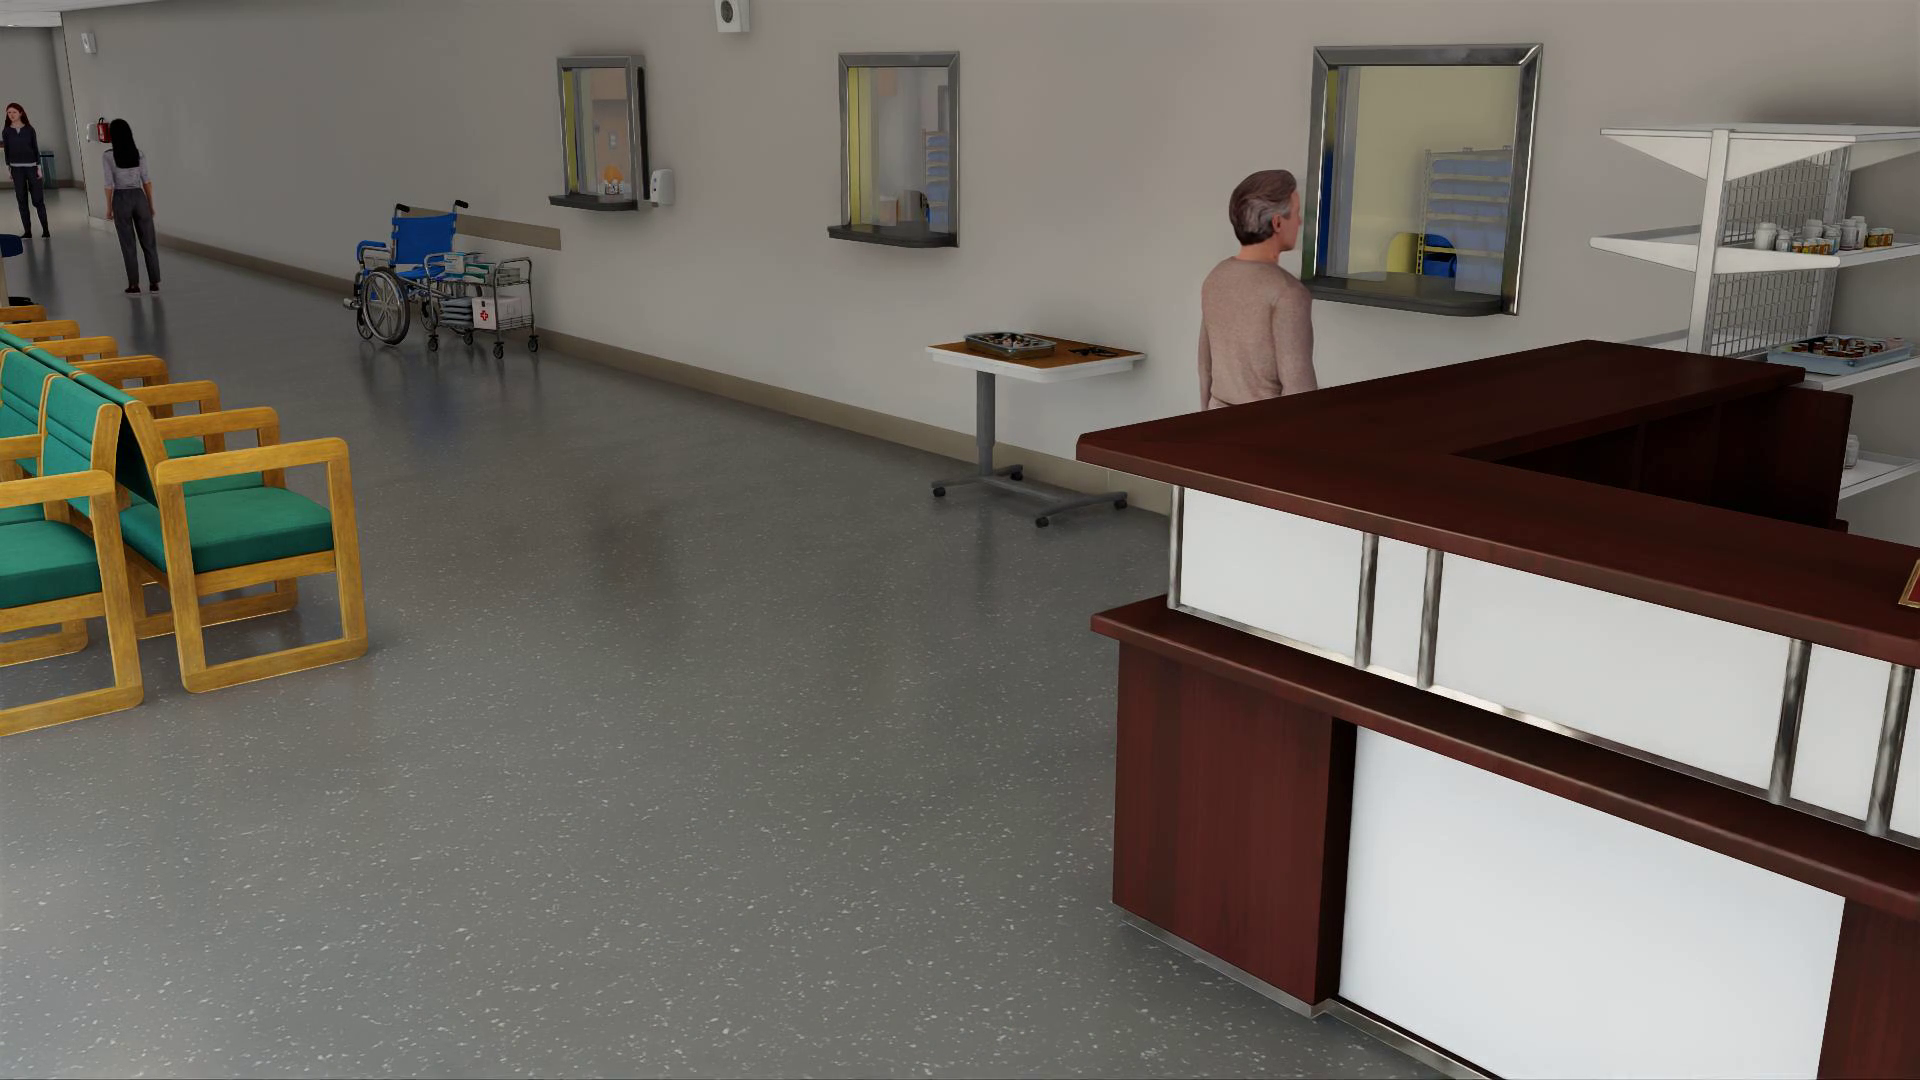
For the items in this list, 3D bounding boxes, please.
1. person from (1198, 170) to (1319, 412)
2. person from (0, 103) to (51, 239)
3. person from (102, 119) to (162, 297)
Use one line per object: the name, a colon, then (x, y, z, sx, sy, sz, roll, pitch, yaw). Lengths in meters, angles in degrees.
person: (0.973, -0.277, 5.550, 0.652, 1.876, 0.707, -9, 18, -29)
person: (-12.523, -4.943, 22.283, 0.586, 1.777, 0.710, -4, 16, -13)
person: (-8.309, -3.337, 16.670, 0.449, 1.732, 0.653, -12, 20, -37)
